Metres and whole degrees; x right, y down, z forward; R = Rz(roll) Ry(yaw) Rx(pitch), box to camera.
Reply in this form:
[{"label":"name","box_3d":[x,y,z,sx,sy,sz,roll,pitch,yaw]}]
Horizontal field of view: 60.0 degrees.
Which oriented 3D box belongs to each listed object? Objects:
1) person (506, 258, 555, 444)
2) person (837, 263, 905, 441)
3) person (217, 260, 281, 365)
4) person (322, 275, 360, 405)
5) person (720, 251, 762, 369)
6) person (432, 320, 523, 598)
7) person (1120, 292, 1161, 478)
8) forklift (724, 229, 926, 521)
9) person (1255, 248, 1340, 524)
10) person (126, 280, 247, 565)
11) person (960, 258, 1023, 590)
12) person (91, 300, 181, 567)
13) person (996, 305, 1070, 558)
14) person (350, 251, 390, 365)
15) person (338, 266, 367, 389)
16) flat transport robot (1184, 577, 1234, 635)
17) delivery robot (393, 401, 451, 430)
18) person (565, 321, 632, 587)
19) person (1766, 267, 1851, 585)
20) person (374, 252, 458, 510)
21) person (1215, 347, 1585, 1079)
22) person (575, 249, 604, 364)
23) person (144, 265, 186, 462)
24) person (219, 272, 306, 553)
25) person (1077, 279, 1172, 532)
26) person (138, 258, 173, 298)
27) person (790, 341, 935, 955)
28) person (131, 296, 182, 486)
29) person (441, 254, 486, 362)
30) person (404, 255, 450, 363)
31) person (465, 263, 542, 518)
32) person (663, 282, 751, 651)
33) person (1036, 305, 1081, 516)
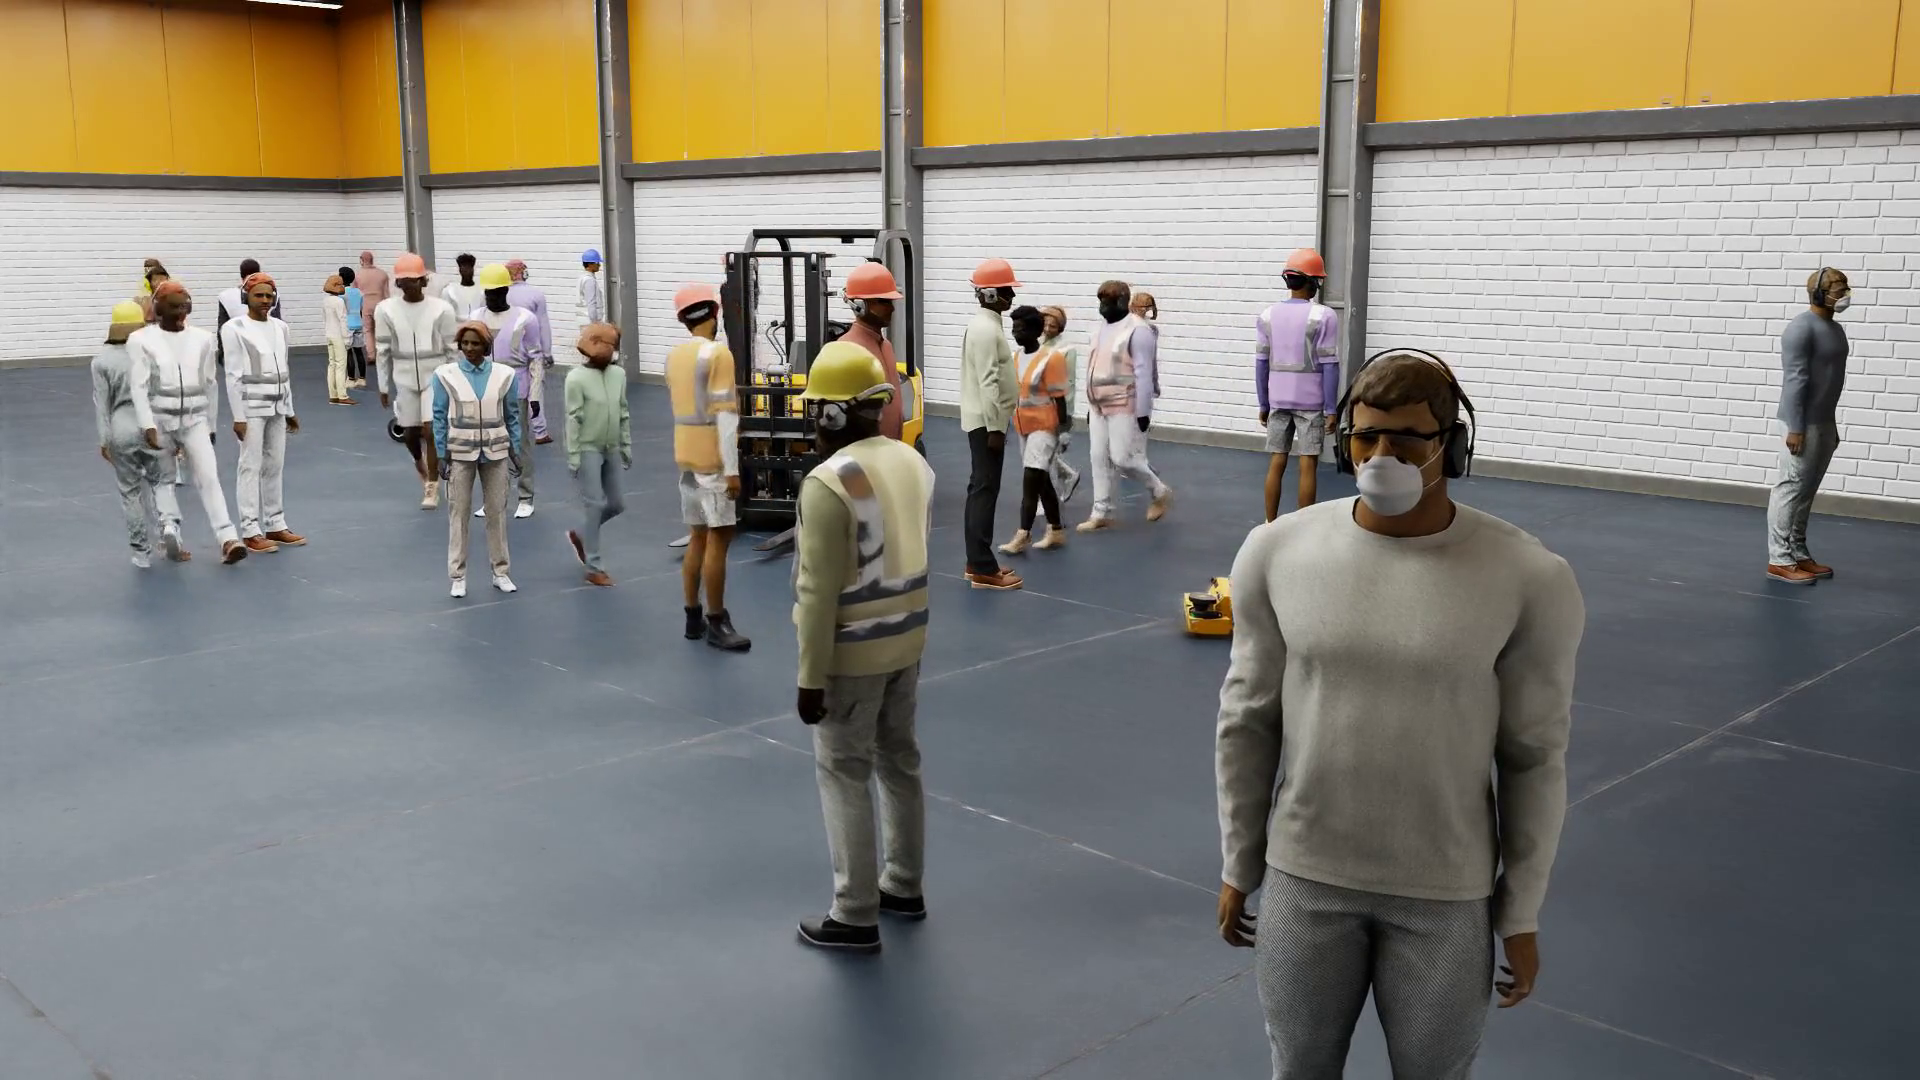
[{"label":"person","box_3d":[-4.473,-1.921,17.015,0.639,1.902,0.405,2,11,12]},{"label":"person","box_3d":[-0.454,-0.392,8.404,0.381,1.994,0.622,3,11,17]},{"label":"person","box_3d":[-7.391,-1.965,17.319,0.606,1.867,0.989,-6,12,-31]},{"label":"person","box_3d":[-7.851,-2.522,21.006,0.499,1.633,0.280,10,14,43]},{"label":"person","box_3d":[-2.709,-2.568,20.441,1.018,1.946,0.619,9,14,39]},{"label":"person","box_3d":[-2.860,-0.484,9.886,0.514,1.637,0.314,-5,12,-26]},{"label":"person","box_3d":[1.594,-1.363,14.684,0.276,1.633,0.507,9,14,42]},{"label":"forklift","box_3d":[-1.050,-1.319,12.920,1.214,2.155,2.313,2,11,13]},{"label":"person","box_3d":[2.286,-0.930,11.207,0.615,2.043,0.373,9,14,40]},{"label":"person","box_3d":[-4.964,-0.728,10.649,0.581,1.835,0.989,-9,14,-41]},{"label":"person","box_3d":[0.187,-0.704,10.107,0.379,1.996,0.611,-1,10,-4]},{"label":"person","box_3d":[-5.243,-0.663,10.631,0.487,1.730,0.480,-6,12,-32]},{"label":"person","box_3d":[0.416,-0.720,11.070,0.765,1.659,0.552,-7,12,-33]},{"label":"person","box_3d":[-9.767,-3.830,27.501,0.665,1.888,0.801,-7,13,-35]},{"label":"person","box_3d":[-8.501,-2.950,23.156,0.315,1.699,0.540,3,11,17]},{"label":"flat transport robot","box_3d":[1.953,0.354,9.045,1.431,0.197,0.652,1,10,5]},{"label":"delivery robot","box_3d":[-5.500,-1.345,17.276,0.707,0.478,0.477,2,11,12]},{"label":"person","box_3d":[-2.277,-0.539,10.252,0.520,1.617,0.531,7,12,33]},{"label":"person","box_3d":[5.257,-0.707,10.275,0.627,1.941,0.370,-9,14,-42]},{"label":"person","box_3d":[-4.281,-1.273,13.191,0.619,2.014,0.793,-2,11,-10]},{"label":"person","box_3d":[0.764,0.624,3.023,0.631,1.940,0.372,4,11,22]},{"label":"person","box_3d":[-4.945,-2.914,22.287,0.404,1.948,0.605,-4,11,-21]},{"label":"person","box_3d":[-7.614,-1.674,15.793,0.536,1.850,0.653,-9,14,-40]},{"label":"person","box_3d":[-4.723,-0.863,11.283,0.362,1.883,0.576,4,11,19]},{"label":"person","box_3d":[1.172,-0.963,11.988,0.643,1.825,0.641,-6,12,-30]},{"label":"person","box_3d":[-11.705,-3.244,24.469,0.670,1.814,0.677,2,11,13]},{"label":"person","box_3d":[-0.302,0.322,4.993,0.404,1.824,0.606,6,12,30]},{"label":"person","box_3d":[-6.963,-1.261,14.186,0.752,1.608,0.530,4,11,19]},{"label":"person","box_3d":[-5.689,-2.354,19.316,0.629,1.911,1.020,-4,11,-19]},{"label":"person","box_3d":[-7.520,-3.087,23.507,0.665,1.860,0.630,-6,12,-30]},{"label":"person","box_3d":[-3.451,-1.116,12.547,0.594,1.922,0.386,2,11,11]},{"label":"person","box_3d":[-1.282,-0.384,8.674,0.340,1.897,0.715,-8,13,-38]},{"label":"person","box_3d":[0.736,-0.988,12.692,0.488,1.613,0.540,-7,12,-33]}]
